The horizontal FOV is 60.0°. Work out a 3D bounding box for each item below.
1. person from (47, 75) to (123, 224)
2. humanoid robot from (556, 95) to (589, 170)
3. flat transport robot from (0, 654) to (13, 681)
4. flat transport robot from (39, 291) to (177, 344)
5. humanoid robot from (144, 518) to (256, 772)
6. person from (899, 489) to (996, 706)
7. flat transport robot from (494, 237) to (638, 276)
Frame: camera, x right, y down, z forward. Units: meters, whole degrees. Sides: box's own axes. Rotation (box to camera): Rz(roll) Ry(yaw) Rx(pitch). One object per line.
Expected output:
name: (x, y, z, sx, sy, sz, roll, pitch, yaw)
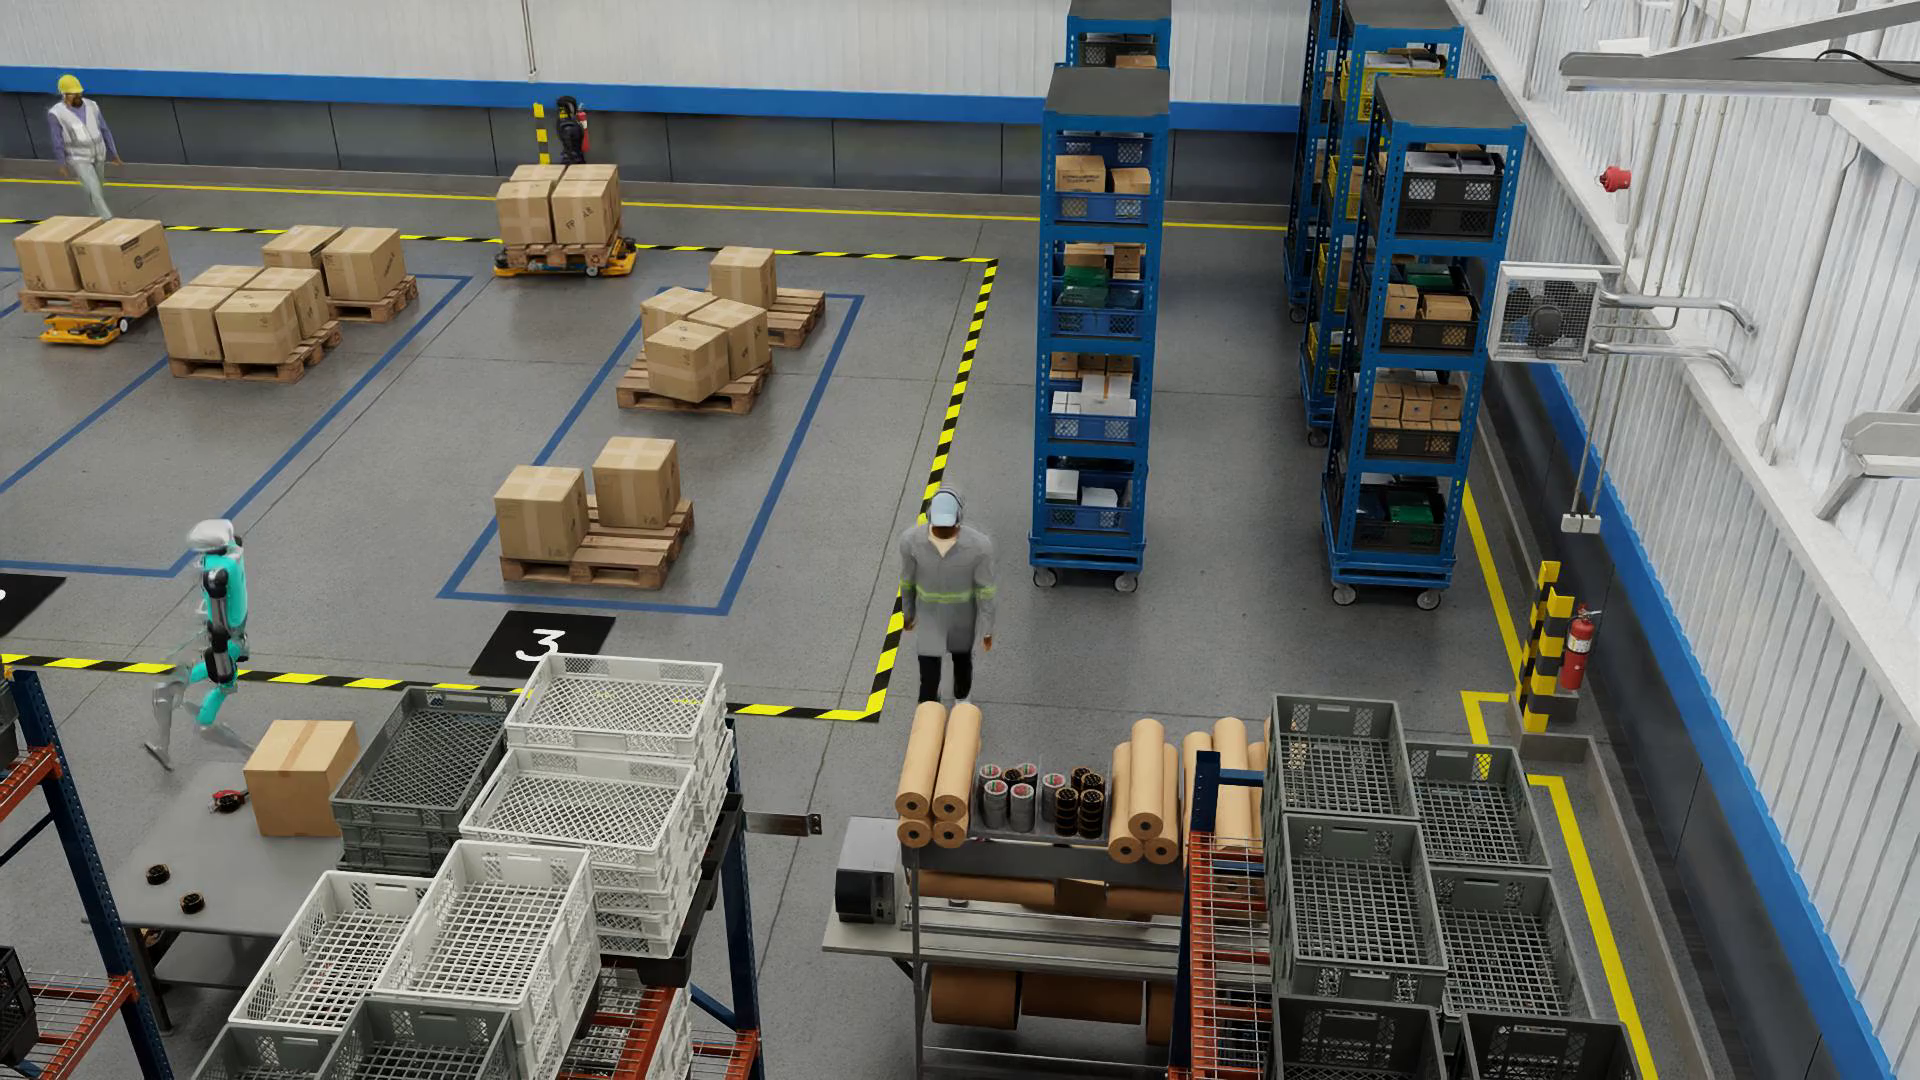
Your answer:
person: (-9.585, -4.233, 18.421, 0.872, 1.793, 0.619, 16, 34, 26)
humanoid robot: (-4.256, -4.074, 18.277, 0.453, 1.648, 0.600, -2, 30, -4)
flat transport robot: (-7.142, 0.969, 11.010, 1.431, 0.231, 0.659, 3, 30, 6)
flat transport robot: (-8.512, -2.332, 16.652, 0.652, 0.197, 1.431, 3, 30, 6)
humanoid robot: (-4.692, 0.709, 10.021, 0.990, 1.762, 0.543, -5, 31, -9)
person: (-0.082, 0.498, 10.292, 0.609, 1.805, 0.880, 3, 30, 5)
flat transport robot: (-4.238, -3.058, 17.898, 1.431, 0.197, 0.652, -1, 30, -2)
